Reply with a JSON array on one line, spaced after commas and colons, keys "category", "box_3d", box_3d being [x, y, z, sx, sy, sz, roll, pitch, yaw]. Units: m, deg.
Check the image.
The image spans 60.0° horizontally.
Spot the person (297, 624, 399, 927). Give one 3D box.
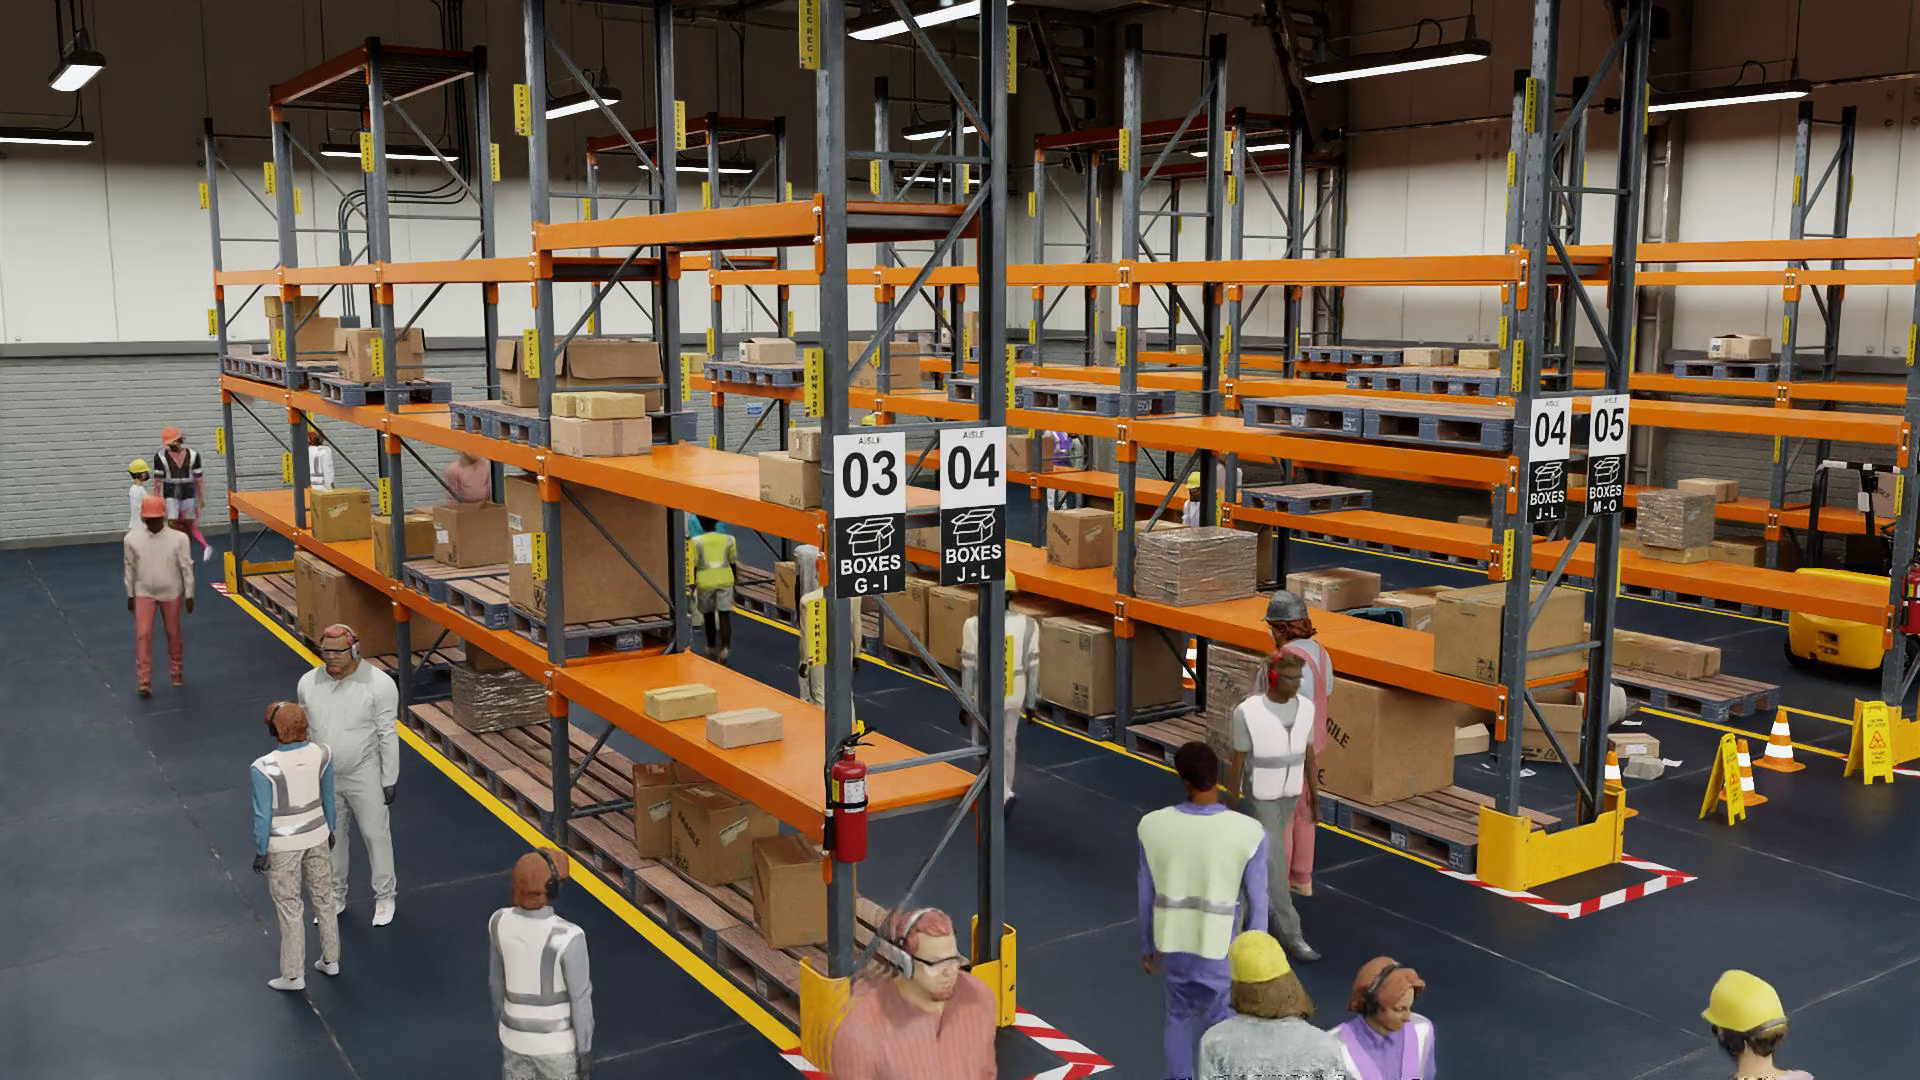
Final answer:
[{"category": "person", "box_3d": [-3.767, 1.446, 10.228, 0.642, 1.899, 0.394, 1, 9, 5]}]

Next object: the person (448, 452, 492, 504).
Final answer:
[{"category": "person", "box_3d": [-6.726, -0.454, 22.936, 0.650, 1.884, 0.535, -7, 11, -37]}]

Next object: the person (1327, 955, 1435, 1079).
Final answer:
[{"category": "person", "box_3d": [1.435, 2.232, 5.877, 0.560, 1.623, 0.355, -3, 9, -21]}]

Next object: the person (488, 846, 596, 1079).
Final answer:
[{"category": "person", "box_3d": [-1.724, 2.075, 6.878, 0.522, 1.638, 0.310, 5, 10, 28]}]

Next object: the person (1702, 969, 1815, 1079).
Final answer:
[{"category": "person", "box_3d": [2.494, 2.240, 5.405, 0.544, 1.755, 0.416, -4, 9, -24]}]

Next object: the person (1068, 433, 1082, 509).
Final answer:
[{"category": "person", "box_3d": [1.973, -1.226, 28.872, 0.281, 1.633, 0.499, -1, 9, -8]}]

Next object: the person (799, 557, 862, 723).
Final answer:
[{"category": "person", "box_3d": [-1.098, 0.962, 13.919, 0.573, 1.746, 0.345, -5, 10, -28]}]

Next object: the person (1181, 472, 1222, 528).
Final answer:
[{"category": "person", "box_3d": [2.783, 0.111, 19.368, 0.404, 1.822, 0.597, -6, 10, -34]}]

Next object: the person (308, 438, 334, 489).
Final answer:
[{"category": "person", "box_3d": [-10.302, -0.935, 26.585, 0.575, 1.739, 0.348, -4, 9, -23]}]

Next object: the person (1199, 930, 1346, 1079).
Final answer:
[{"category": "person", "box_3d": [1.108, 2.195, 5.838, 0.512, 1.698, 0.789, 3, 9, 19]}]

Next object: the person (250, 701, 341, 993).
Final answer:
[{"category": "person", "box_3d": [-3.722, 1.708, 9.323, 0.310, 1.638, 0.523, 5, 10, 32]}]

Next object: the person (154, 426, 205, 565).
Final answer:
[{"category": "person", "box_3d": [-11.071, -0.617, 23.591, 0.648, 2.011, 0.444, -6, 10, -33]}]

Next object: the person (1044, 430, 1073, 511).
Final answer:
[{"category": "person", "box_3d": [1.746, -1.323, 28.848, 0.624, 1.841, 0.430, -6, 10, -35]}]

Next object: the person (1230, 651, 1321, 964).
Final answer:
[{"category": "person", "box_3d": [1.891, 1.540, 9.971, 0.565, 1.788, 0.976, -5, 10, -29]}]

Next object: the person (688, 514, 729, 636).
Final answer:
[{"category": "person", "box_3d": [-2.893, 0.214, 18.961, 0.563, 1.726, 0.669, -6, 11, -36]}]

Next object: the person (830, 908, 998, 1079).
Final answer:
[{"category": "person", "box_3d": [-0.140, 2.144, 5.702, 0.655, 1.865, 1.005, -5, 10, -29]}]

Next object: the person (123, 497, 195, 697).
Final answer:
[{"category": "person", "box_3d": [-7.773, 0.539, 16.147, 0.628, 1.931, 1.006, -3, 9, -20]}]

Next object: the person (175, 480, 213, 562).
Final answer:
[{"category": "person", "box_3d": [-11.053, -0.447, 23.747, 0.668, 1.608, 0.506, 3, 9, 19]}]

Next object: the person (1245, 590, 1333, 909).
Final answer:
[{"category": "person", "box_3d": [2.061, 1.310, 10.638, 0.535, 2.000, 0.684, 7, 11, 38]}]

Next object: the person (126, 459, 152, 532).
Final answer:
[{"category": "person", "box_3d": [-10.439, -0.148, 21.245, 0.303, 1.772, 0.530, -4, 9, -24]}]

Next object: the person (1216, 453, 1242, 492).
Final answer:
[{"category": "person", "box_3d": [3.881, -0.557, 24.463, 0.537, 1.616, 0.394, 5, 10, 32]}]

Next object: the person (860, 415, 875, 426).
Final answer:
[{"category": "person", "box_3d": [-1.585, -1.263, 28.673, 0.306, 1.772, 0.525, 4, 10, 27]}]

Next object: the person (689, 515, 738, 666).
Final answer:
[{"category": "person", "box_3d": [-2.577, 0.484, 17.440, 0.540, 1.649, 0.835, -2, 9, -16]}]

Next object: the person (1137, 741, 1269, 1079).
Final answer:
[{"category": "person", "box_3d": [1.097, 1.857, 7.583, 0.597, 1.878, 0.590, 3, 9, 21]}]

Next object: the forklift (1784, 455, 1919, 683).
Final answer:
[{"category": "forklift", "box_3d": [9.643, 0.253, 17.172, 2.313, 2.155, 1.214, -6, 10, -33]}]

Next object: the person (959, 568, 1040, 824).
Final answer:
[{"category": "person", "box_3d": [0.300, 1.151, 12.117, 0.609, 1.913, 0.584, -3, 9, -20]}]
